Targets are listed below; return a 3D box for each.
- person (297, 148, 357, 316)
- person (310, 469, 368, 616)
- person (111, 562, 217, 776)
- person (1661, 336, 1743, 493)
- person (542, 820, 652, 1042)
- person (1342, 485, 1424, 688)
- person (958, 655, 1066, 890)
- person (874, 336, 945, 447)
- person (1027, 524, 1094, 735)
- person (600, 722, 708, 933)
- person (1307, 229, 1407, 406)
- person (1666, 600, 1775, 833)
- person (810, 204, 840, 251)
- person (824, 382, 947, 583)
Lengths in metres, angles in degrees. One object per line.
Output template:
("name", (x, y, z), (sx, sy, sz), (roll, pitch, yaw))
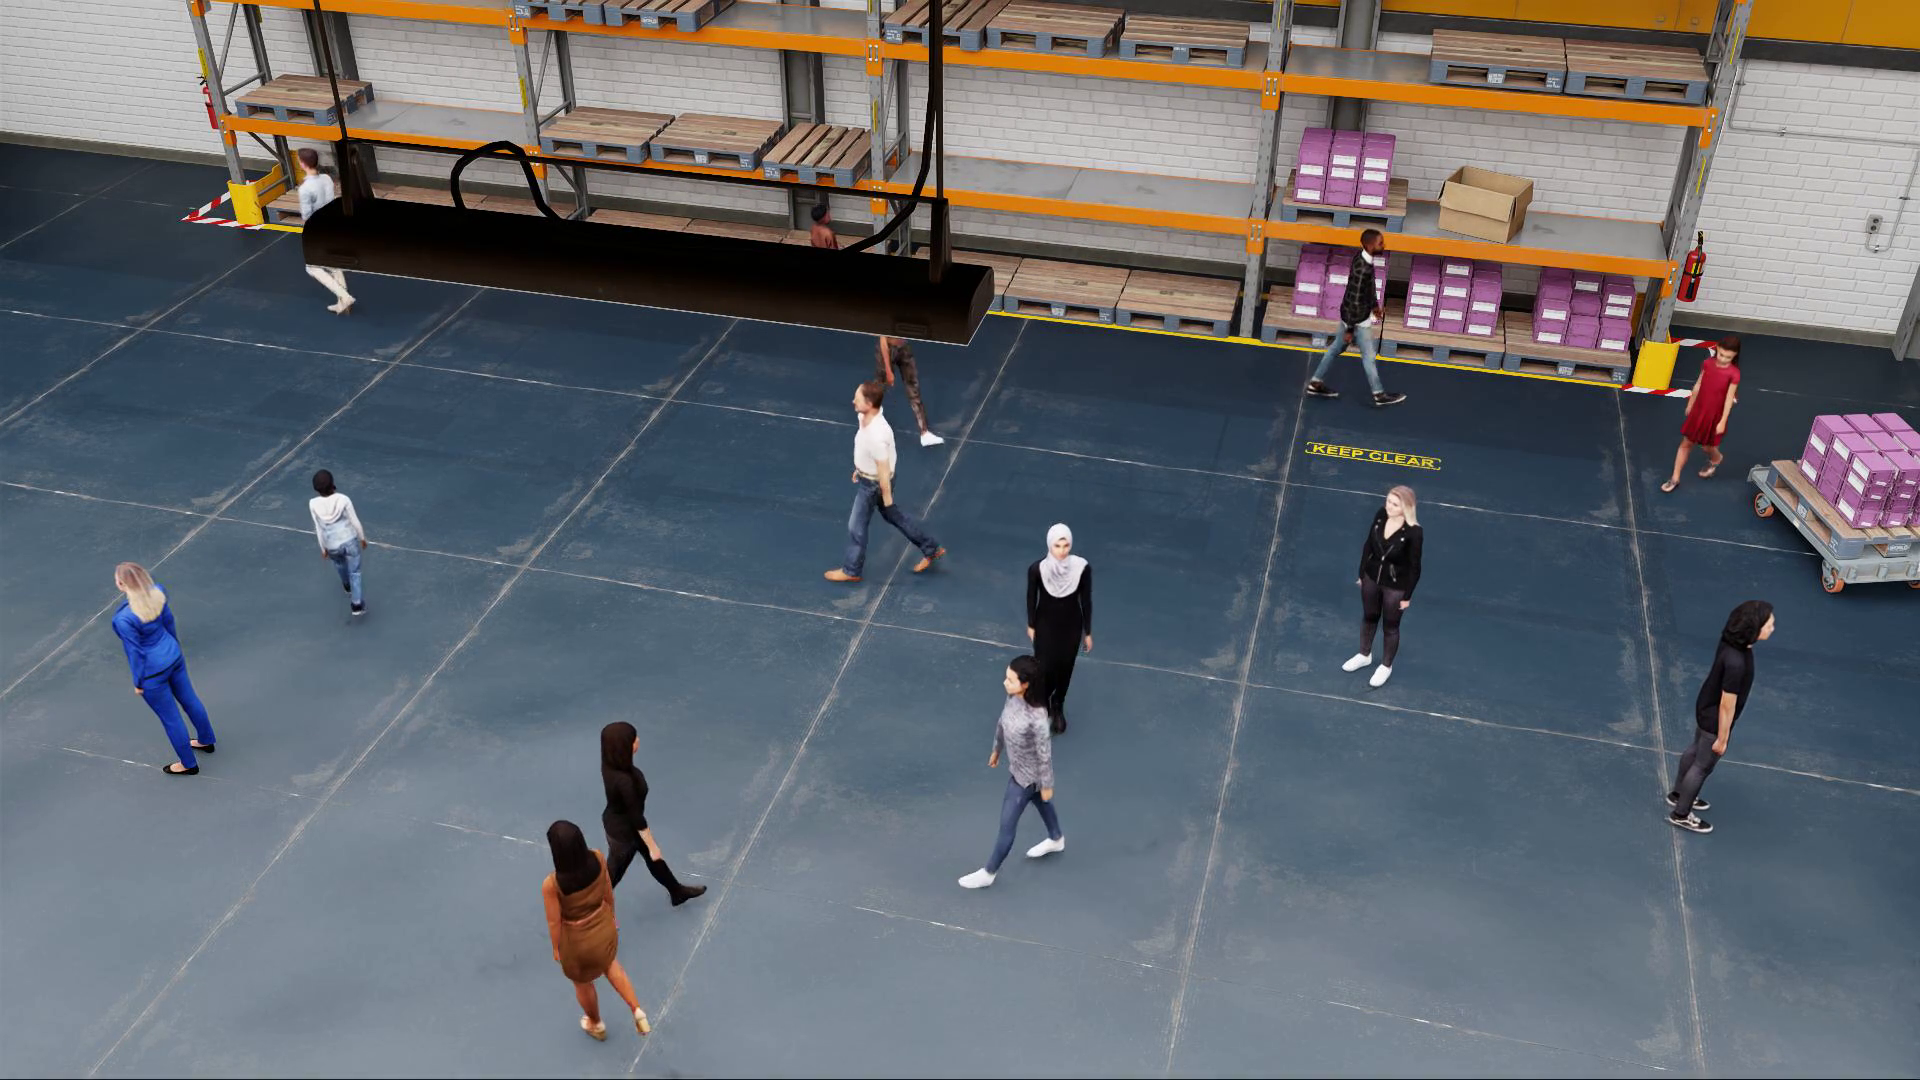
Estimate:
("person", (-6.576, -3.173, 17.356), (0.710, 1.836, 0.673), (11, 35, 16))
("person", (-4.872, 0.030, 13.073), (0.858, 1.242, 0.783), (-6, 34, -8))
("person", (-5.477, 0.869, 11.398), (0.549, 1.700, 0.631), (6, 34, 9))
("person", (6.610, -1.132, 14.564), (0.920, 1.527, 0.923), (-20, 39, -28))
("person", (-2.046, 2.257, 9.326), (0.864, 1.681, 0.738), (25, 41, 32))
("person", (3.152, 0.318, 12.241), (0.759, 1.686, 0.658), (-26, 41, -33))
("person", (0.511, 1.427, 10.562), (1.149, 1.695, 1.017), (-12, 35, -18))
("person", (-0.667, -1.675, 15.274), (1.245, 1.647, 0.981), (28, 43, 35))
("person", (0.685, 0.595, 11.752), (0.680, 1.764, 0.767), (-3, 34, -4))
("person", (-2.108, 1.804, 10.086), (1.128, 1.594, 1.016), (-14, 36, -20))
("person", (3.664, -2.112, 15.816), (1.150, 1.774, 0.710), (7, 34, 10))
("person", (4.956, 1.123, 10.901), (0.534, 1.827, 0.631), (10, 35, 15))
("person", (-1.435, -2.941, 17.533), (0.658, 1.255, 0.562), (-28, 43, -35))
("person", (-0.557, -0.457, 13.283), (1.320, 1.822, 0.956), (-2, 34, -4))
